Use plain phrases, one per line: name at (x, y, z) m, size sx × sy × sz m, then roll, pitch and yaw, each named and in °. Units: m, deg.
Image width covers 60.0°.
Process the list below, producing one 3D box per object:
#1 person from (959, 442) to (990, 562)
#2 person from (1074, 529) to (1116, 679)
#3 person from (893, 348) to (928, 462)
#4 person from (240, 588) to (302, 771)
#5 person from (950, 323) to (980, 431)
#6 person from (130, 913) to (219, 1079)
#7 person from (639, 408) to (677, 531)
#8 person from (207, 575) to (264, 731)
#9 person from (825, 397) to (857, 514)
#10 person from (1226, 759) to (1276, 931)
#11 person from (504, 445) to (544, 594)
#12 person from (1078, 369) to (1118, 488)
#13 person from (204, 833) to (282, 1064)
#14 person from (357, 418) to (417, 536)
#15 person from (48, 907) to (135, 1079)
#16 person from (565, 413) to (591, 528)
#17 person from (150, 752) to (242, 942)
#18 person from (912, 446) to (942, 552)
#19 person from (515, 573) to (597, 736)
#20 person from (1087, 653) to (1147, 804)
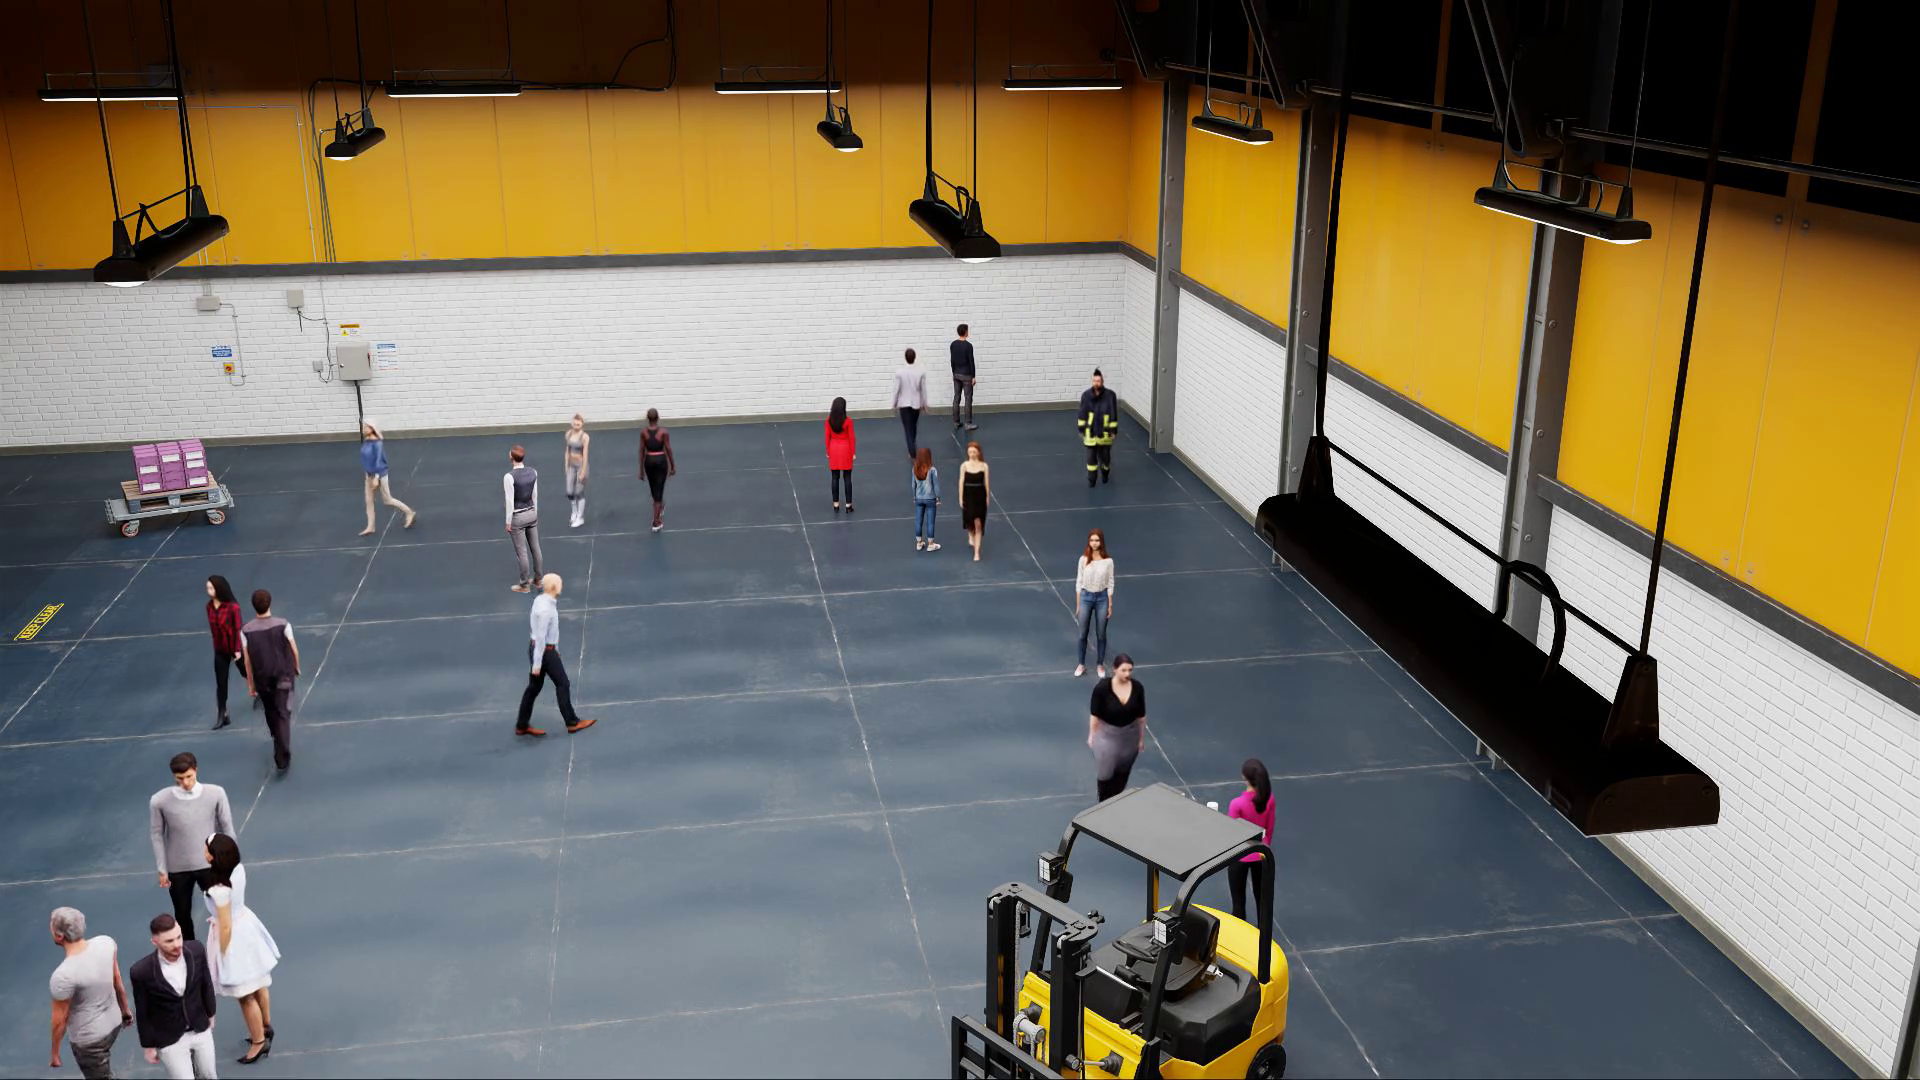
person at (0.198, -0.569, 22.765) m, size 0.716 × 1.596 × 1.088 m, roll 1°, pitch 19°, yaw 3°
person at (1.518, 0.698, 18.797) m, size 0.636 × 1.728 × 0.616 m, roll 3°, pitch 19°, yaw 9°
person at (-0.802, -2.174, 27.208) m, size 0.792 × 1.803 × 1.202 m, roll -6°, pitch 19°, yaw -16°
person at (-6.816, 1.418, 16.541) m, size 0.645 × 1.802 × 1.213 m, roll -4°, pitch 19°, yaw -12°
person at (0.055, -2.872, 29.173) m, size 0.708 × 1.870 × 0.760 m, roll 12°, pitch 22°, yaw 31°
person at (-5.216, 3.251, 11.068) m, size 0.931 × 1.821 × 1.029 m, roll -17°, pitch 25°, yaw -41°
person at (-4.373, -0.986, 23.825) m, size 0.840 × 1.710 × 1.232 m, roll 2°, pitch 19°, yaw 5°
person at (-7.680, 1.136, 17.669) m, size 0.858 × 1.617 × 1.124 m, roll 4°, pitch 19°, yaw 13°
person at (-1.762, -1.259, 24.573) m, size 0.705 × 1.750 × 0.727 m, roll 4°, pitch 19°, yaw 11°
person at (2.333, 2.543, 13.361) m, size 0.633 × 1.701 × 0.630 m, roll -8°, pitch 20°, yaw -21°
person at (-5.619, -0.291, 21.403) m, size 0.790 × 1.938 × 0.739 m, roll 14°, pitch 23°, yaw 35°
person at (2.173, -1.758, 25.891) m, size 0.897 × 1.854 × 0.896 m, roll 5°, pitch 19°, yaw 13°
person at (-5.216, 2.936, 12.014) m, size 0.788 × 1.815 × 0.686 m, roll -1°, pitch 19°, yaw -2°
person at (-8.203, -0.901, 23.627) m, size 1.060 × 1.675 × 1.086 m, roll -18°, pitch 25°, yaw -42°
person at (-5.659, 3.267, 11.042) m, size 0.866 × 1.808 × 0.764 m, roll 3°, pitch 19°, yaw 9°
person at (-5.451, -1.021, 23.971) m, size 0.719 × 1.683 × 0.753 m, roll 7°, pitch 20°, yaw 21°
person at (-6.034, 2.521, 13.100) m, size 0.819 × 1.908 × 0.731 m, roll -8°, pitch 20°, yaw -22°
person at (-0.476, -0.574, 22.965) m, size 0.642 × 1.477 × 0.674 m, roll 9°, pitch 21°, yaw 24°
person at (-4.375, 1.235, 17.174) m, size 0.838 × 1.745 × 1.043 m, roll -5°, pitch 19°, yaw -13°
person at (1.425, 1.823, 15.442) m, size 0.663 × 1.736 × 0.664 m, roll -4°, pitch 19°, yaw -10°
